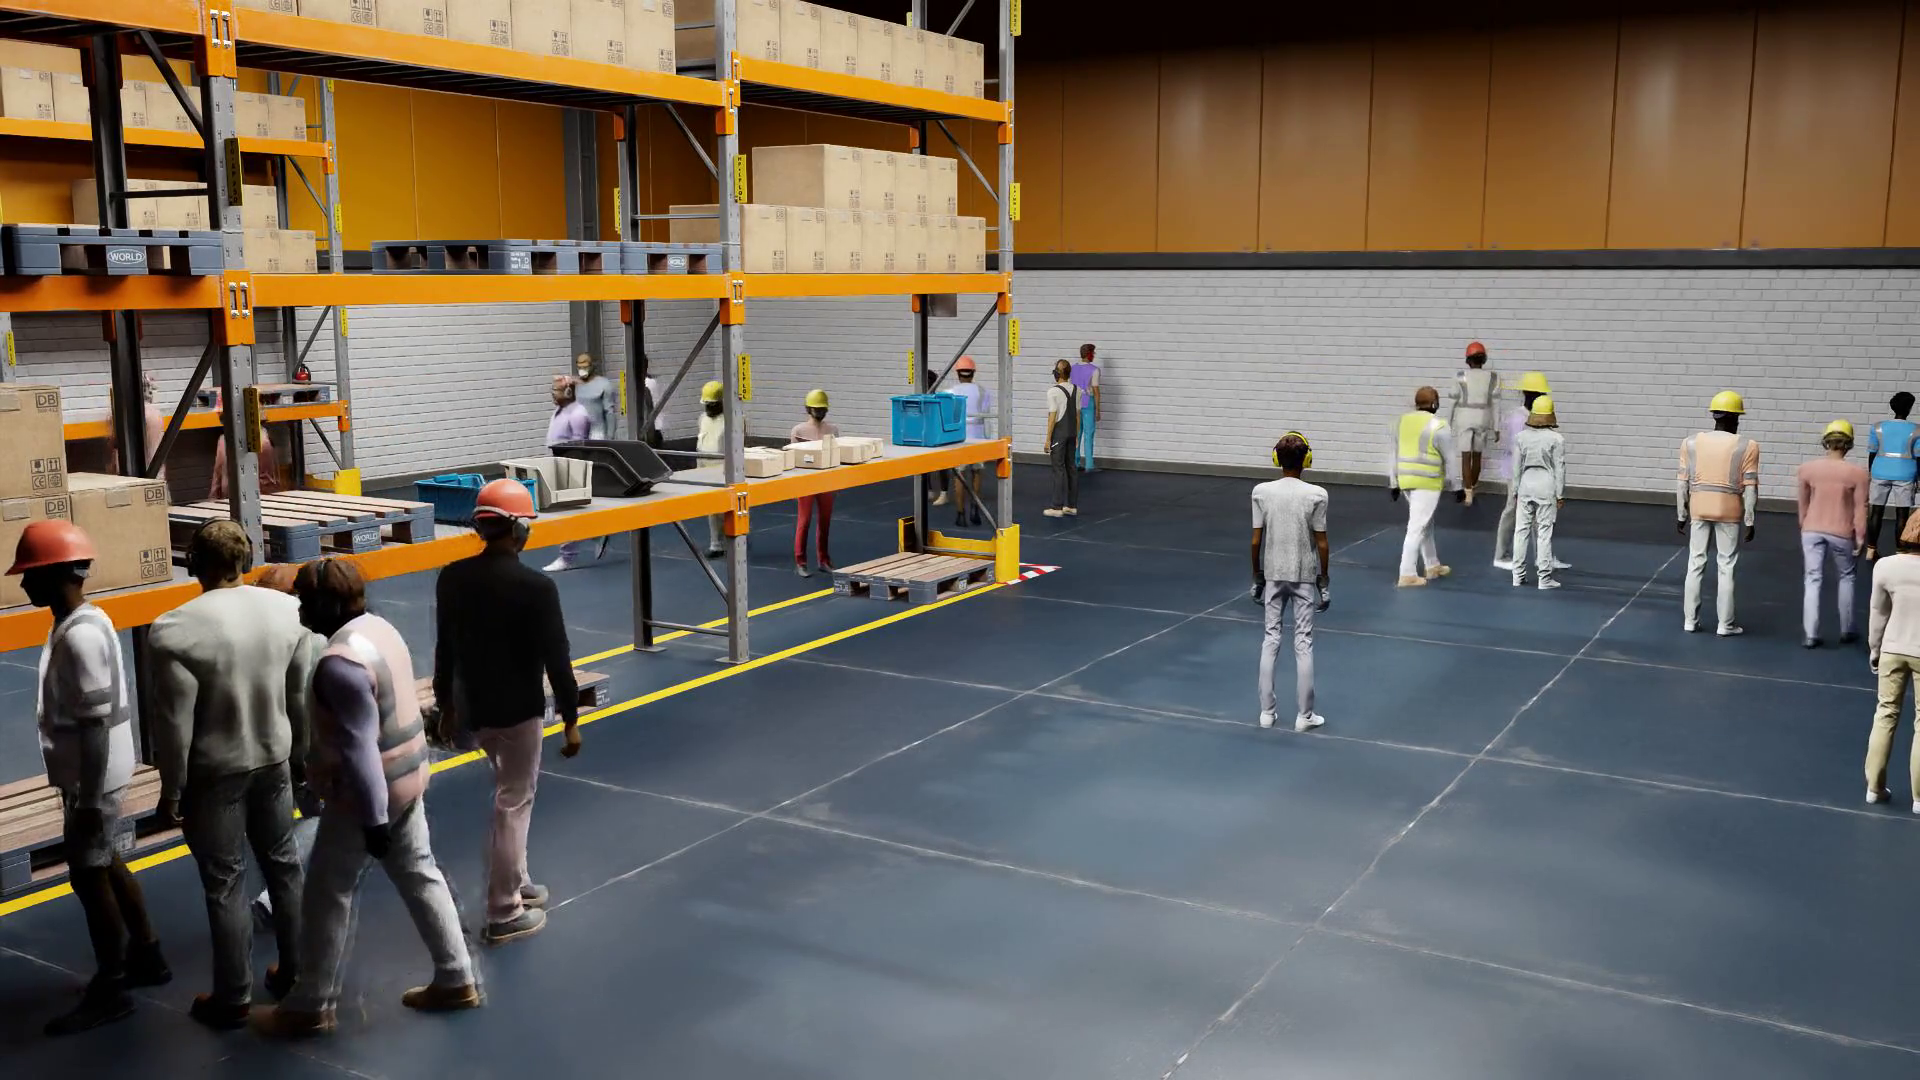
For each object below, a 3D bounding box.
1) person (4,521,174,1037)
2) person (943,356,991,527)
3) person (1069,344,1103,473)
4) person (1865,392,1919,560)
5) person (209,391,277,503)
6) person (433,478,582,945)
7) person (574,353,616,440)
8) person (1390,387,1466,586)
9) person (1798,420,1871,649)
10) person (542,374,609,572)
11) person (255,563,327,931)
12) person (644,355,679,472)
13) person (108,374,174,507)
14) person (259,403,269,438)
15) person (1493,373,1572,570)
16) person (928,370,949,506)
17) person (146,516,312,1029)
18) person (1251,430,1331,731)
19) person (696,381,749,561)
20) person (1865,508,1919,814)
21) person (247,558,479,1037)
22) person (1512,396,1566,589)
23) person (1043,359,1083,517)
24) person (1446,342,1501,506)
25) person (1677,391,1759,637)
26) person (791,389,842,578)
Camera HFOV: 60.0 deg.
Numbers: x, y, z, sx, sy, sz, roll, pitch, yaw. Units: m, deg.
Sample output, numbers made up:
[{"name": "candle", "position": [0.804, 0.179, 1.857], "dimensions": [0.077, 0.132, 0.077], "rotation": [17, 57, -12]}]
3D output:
[{"name": "person", "position": [-3.286, 0.888, 6.309], "dimensions": [0.472, 1.924, 0.597], "rotation": [-5, 11, -30]}, {"name": "person", "position": [0.054, -1.116, 18.797], "dimensions": [0.578, 1.901, 0.704], "rotation": [0, 9, -2]}, {"name": "person", "position": [1.766, -1.874, 23.720], "dimensions": [0.391, 1.846, 0.564], "rotation": [-8, 12, -41]}, {"name": "person", "position": [9.188, -0.613, 16.346], "dimensions": [0.530, 1.689, 0.321], "rotation": [7, 12, 38]}, {"name": "person", "position": [-5.619, -0.199, 12.901], "dimensions": [0.631, 1.968, 0.740], "rotation": [8, 12, 41]}, {"name": "person", "position": [-1.895, 0.717, 7.168], "dimensions": [0.666, 1.963, 0.680], "rotation": [4, 10, 26]}, {"name": "person", "position": [-4.343, -1.228, 19.456], "dimensions": [0.619, 1.920, 0.443], "rotation": [2, 9, 12]}, {"name": "person", "position": [4.324, -0.494, 15.229], "dimensions": [0.863, 1.798, 0.642], "rotation": [-4, 10, -25]}, {"name": "person", "position": [6.678, -0.047, 12.706], "dimensions": [0.544, 1.717, 0.769], "rotation": [8, 12, 41]}, {"name": "person", "position": [-3.705, -0.648, 15.926], "dimensions": [0.635, 1.889, 0.661], "rotation": [-6, 11, -31]}, {"name": "person", "position": [-2.919, 0.909, 7.088], "dimensions": [0.519, 1.617, 0.451], "rotation": [2, 9, 10]}, {"name": "person", "position": [-3.883, -1.393, 20.694], "dimensions": [1.000, 1.863, 0.636], "rotation": [0, 9, -2]}, {"name": "person", "position": [-7.812, -0.636, 15.901], "dimensions": [0.715, 1.881, 0.430], "rotation": [5, 10, 26]}, {"name": "person", "position": [-6.751, -0.525, 15.967], "dimensions": [0.286, 1.633, 0.499], "rotation": [-2, 9, -13]}, {"name": "person", "position": [5.471, -0.625, 15.743], "dimensions": [0.828, 1.896, 0.623], "rotation": [7, 12, 38]}, {"name": "person", "position": [-0.344, -1.241, 20.262], "dimensions": [0.477, 1.669, 0.560], "rotation": [-9, 13, -44]}, {"name": "person", "position": [-2.739, 0.870, 6.306], "dimensions": [0.355, 1.938, 0.636], "rotation": [6, 11, 35]}, {"name": "person", "position": [2.061, 0.256, 10.351], "dimensions": [0.509, 1.873, 0.328], "rotation": [4, 10, 25]}, {"name": "person", "position": [-2.355, -0.664, 16.323], "dimensions": [0.680, 1.798, 0.487], "rotation": [8, 12, 41]}, {"name": "person", "position": [5.058, 0.627, 8.807], "dimensions": [0.282, 1.625, 0.492], "rotation": [-6, 11, -34]}, {"name": "person", "position": [-2.286, 0.958, 6.241], "dimensions": [0.893, 1.786, 0.670], "rotation": [0, 9, -3]}, {"name": "person", "position": [5.234, -0.432, 15.036], "dimensions": [0.493, 1.746, 0.283], "rotation": [9, 13, 43]}, {"name": "person", "position": [1.196, -1.189, 19.451], "dimensions": [0.508, 1.846, 0.345], "rotation": [-7, 12, -39]}, {"name": "person", "position": [6.337, -1.447, 20.614], "dimensions": [0.631, 1.994, 0.955], "rotation": [1, 9, 4]}, {"name": "person", "position": [5.945, -0.206, 13.065], "dimensions": [0.593, 1.922, 0.378], "rotation": [8, 12, 40]}, {"name": "person", "position": [-1.336, -0.533, 15.612], "dimensions": [0.533, 1.765, 0.330], "rotation": [-7, 11, -37]}]
